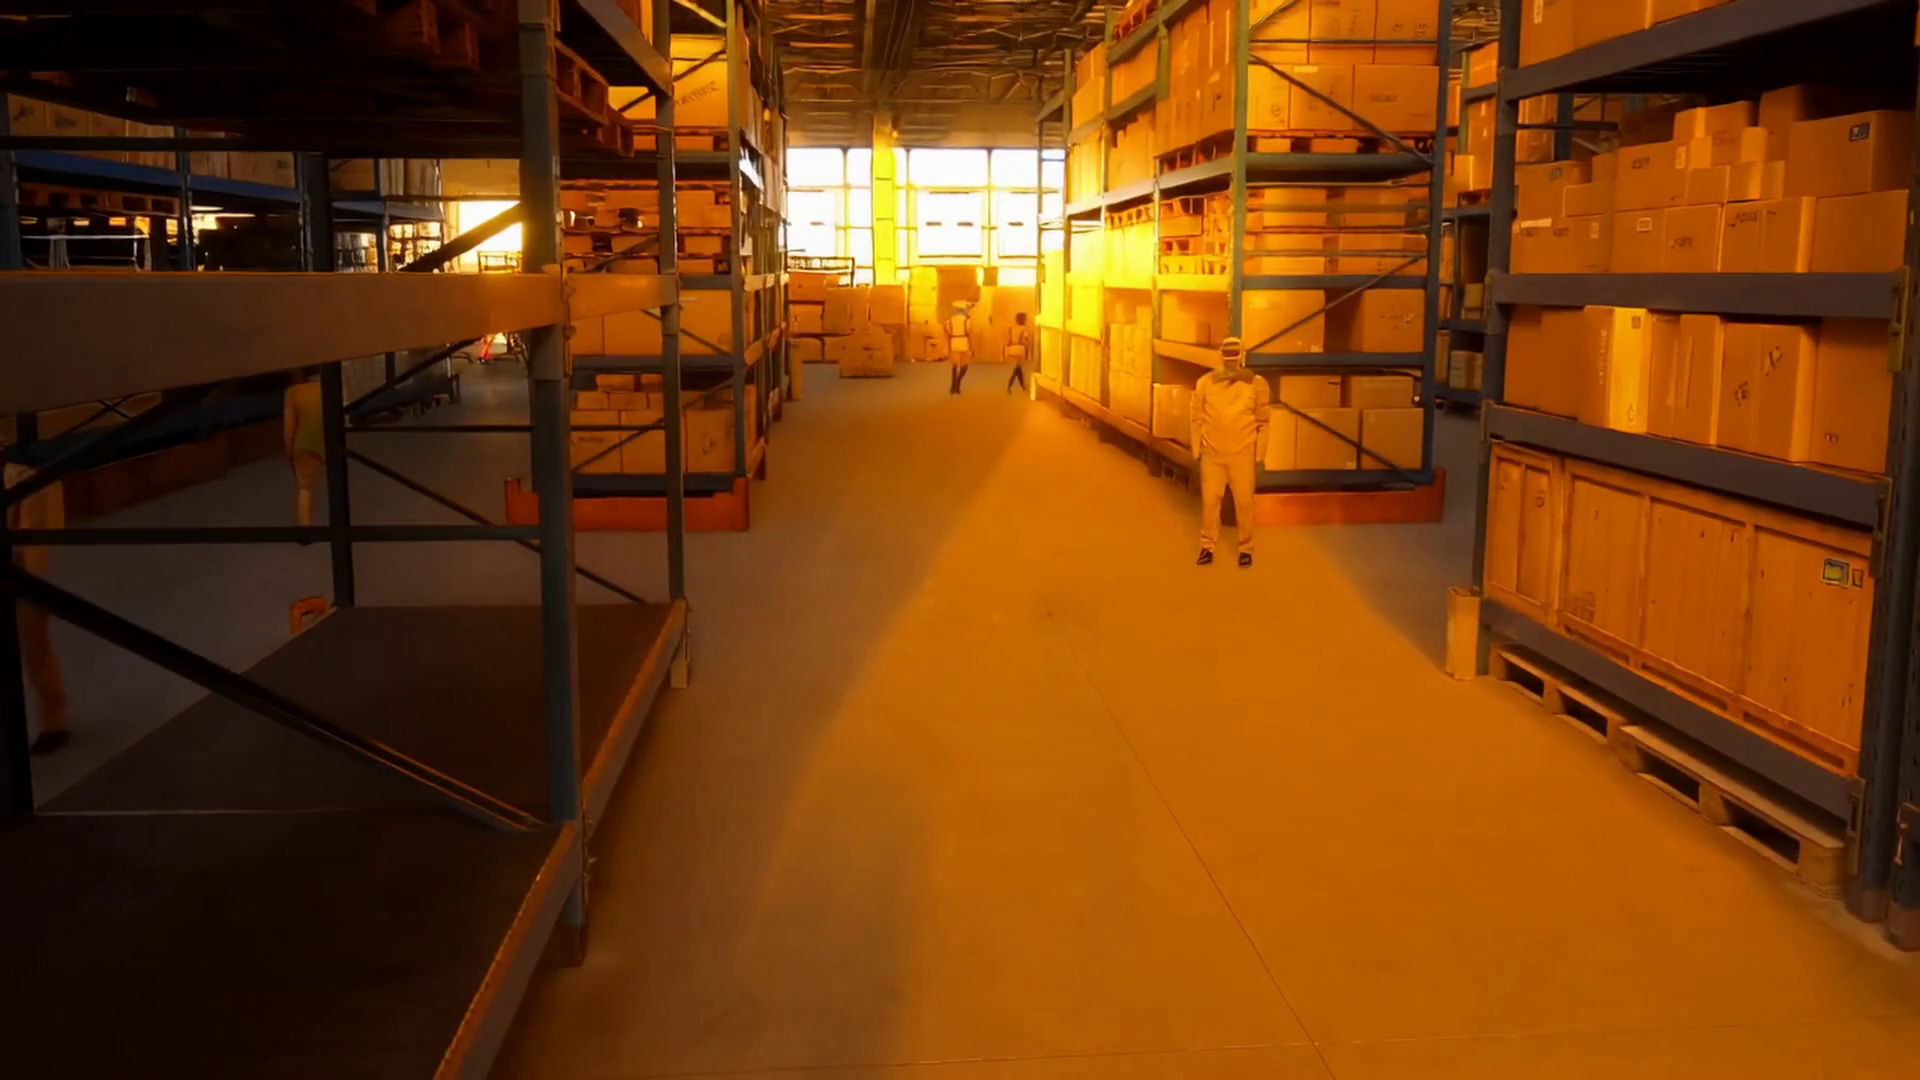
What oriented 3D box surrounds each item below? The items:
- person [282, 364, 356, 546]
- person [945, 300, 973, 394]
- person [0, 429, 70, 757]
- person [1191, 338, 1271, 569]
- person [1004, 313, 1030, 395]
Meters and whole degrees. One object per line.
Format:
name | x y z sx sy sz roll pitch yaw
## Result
person | -5.703 -0.819 14.788 0.588 1.753 0.375 -2 9 -9
person | -0.038 -3.895 33.669 0.653 1.909 0.559 5 10 26
person | -4.672 0.246 8.023 0.602 1.784 0.921 0 9 3
person | 2.211 -0.710 13.678 0.645 1.898 0.397 4 10 22
person | 1.161 -3.742 33.483 0.841 1.655 0.538 -9 13 -44
